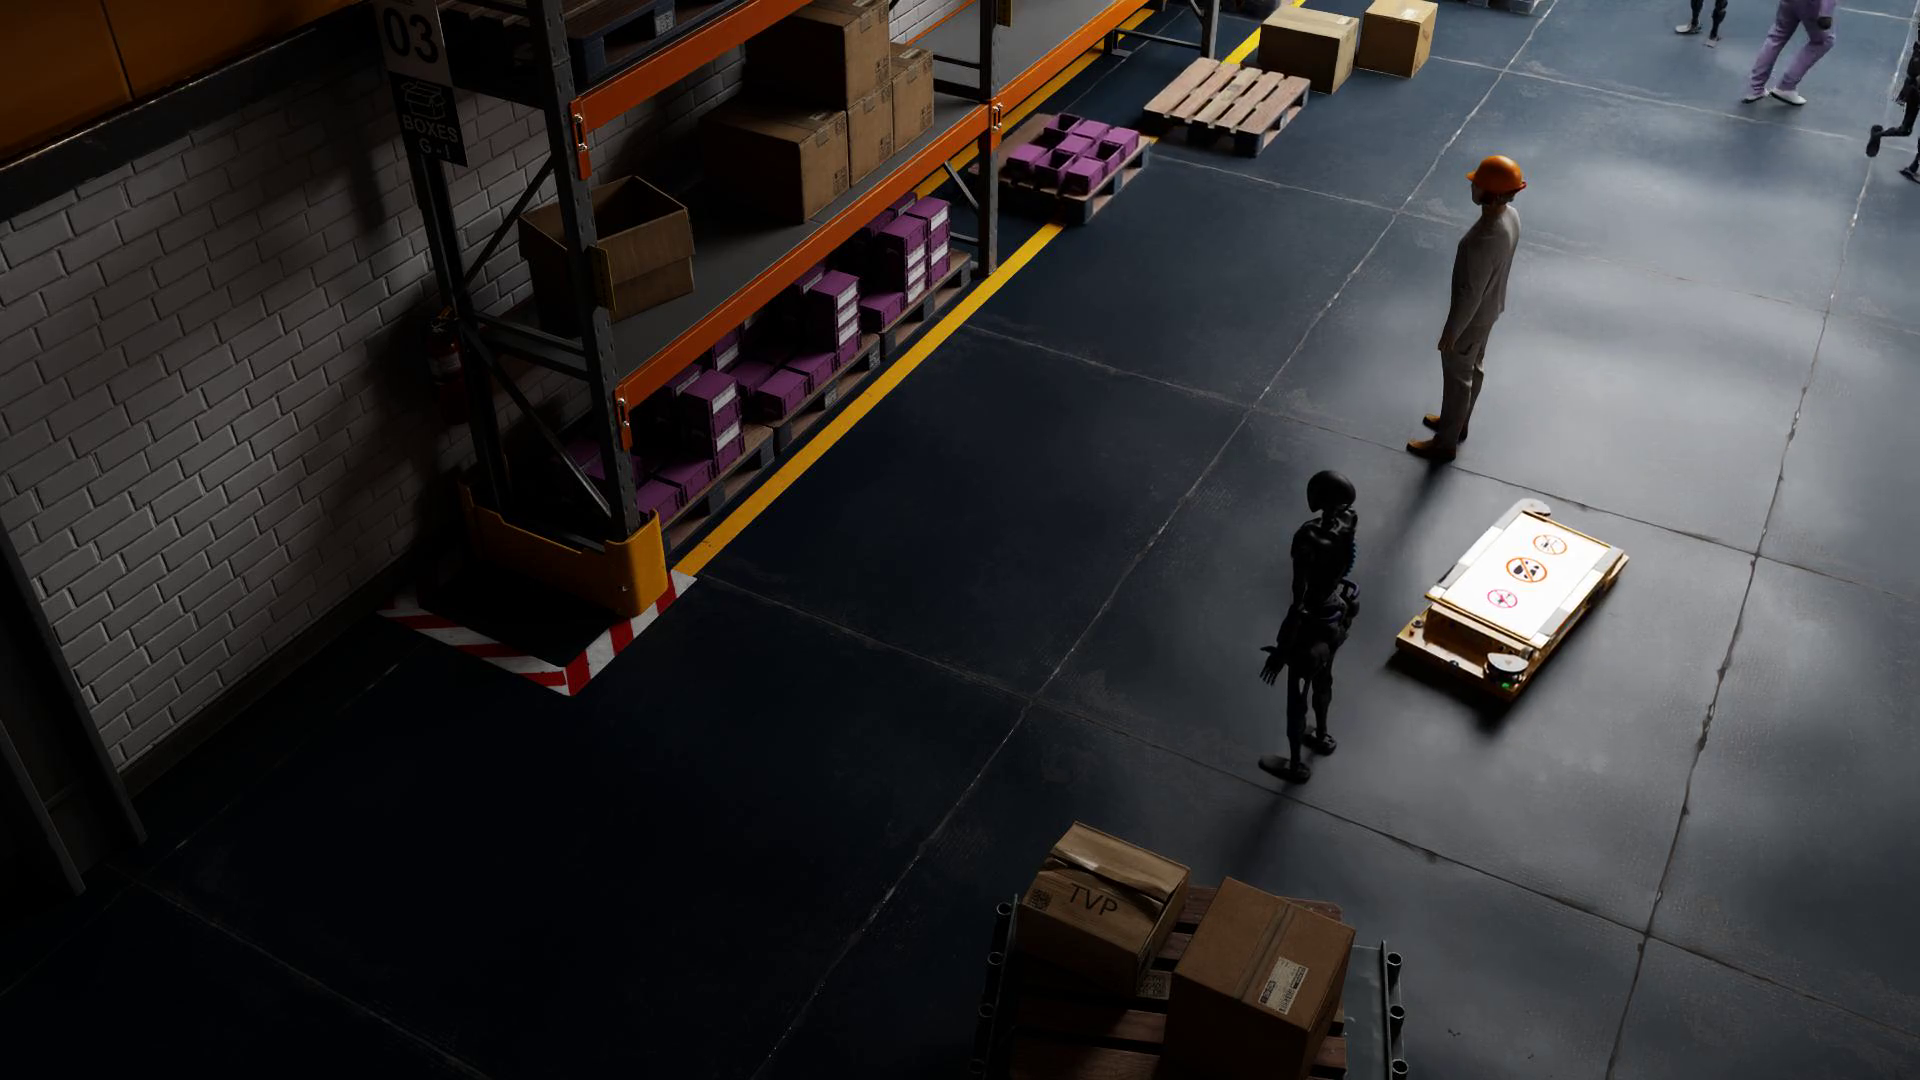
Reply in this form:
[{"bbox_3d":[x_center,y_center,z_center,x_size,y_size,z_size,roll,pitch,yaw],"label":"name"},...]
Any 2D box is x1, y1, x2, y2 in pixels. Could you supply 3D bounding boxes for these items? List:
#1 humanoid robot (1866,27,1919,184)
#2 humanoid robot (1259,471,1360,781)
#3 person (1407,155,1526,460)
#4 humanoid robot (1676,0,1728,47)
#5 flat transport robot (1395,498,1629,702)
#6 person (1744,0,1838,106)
[{"bbox_3d":[7.345,-3.538,12.523,0.591,1.644,0.531,-6,39,-8],"label":"humanoid robot"},{"bbox_3d":[1.618,0.385,7.605,0.329,1.652,0.603,25,45,28],"label":"humanoid robot"},{"bbox_3d":[2.938,-1.324,9.576,0.359,1.896,0.562,21,43,24],"label":"person"},{"bbox_3d":[6.725,-5.133,14.517,0.378,1.643,0.603,-25,45,-27],"label":"humanoid robot"},{"bbox_3d":[2.967,0.287,8.861,0.659,0.231,1.431,28,46,30],"label":"flat transport robot"},{"bbox_3d":[6.877,-4.400,13.440,0.563,1.866,0.782,-6,39,-7],"label":"person"}]
